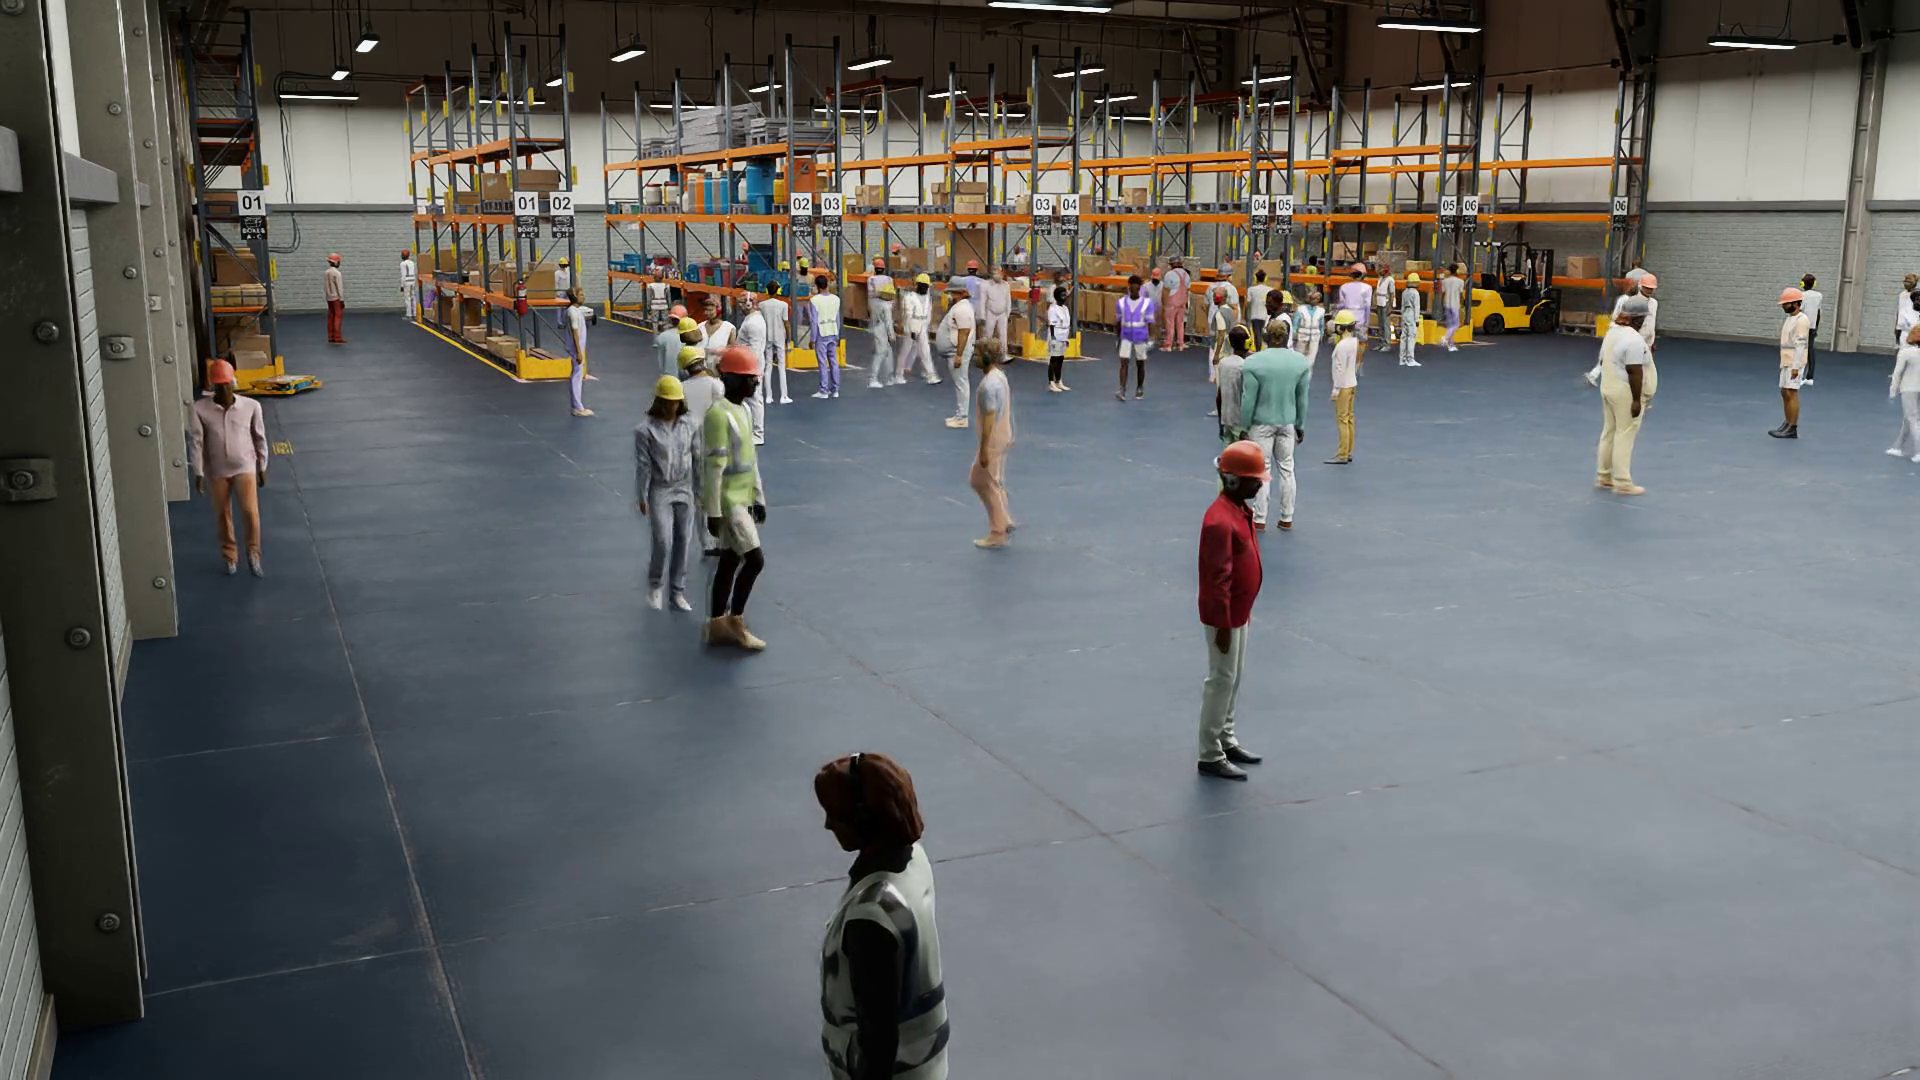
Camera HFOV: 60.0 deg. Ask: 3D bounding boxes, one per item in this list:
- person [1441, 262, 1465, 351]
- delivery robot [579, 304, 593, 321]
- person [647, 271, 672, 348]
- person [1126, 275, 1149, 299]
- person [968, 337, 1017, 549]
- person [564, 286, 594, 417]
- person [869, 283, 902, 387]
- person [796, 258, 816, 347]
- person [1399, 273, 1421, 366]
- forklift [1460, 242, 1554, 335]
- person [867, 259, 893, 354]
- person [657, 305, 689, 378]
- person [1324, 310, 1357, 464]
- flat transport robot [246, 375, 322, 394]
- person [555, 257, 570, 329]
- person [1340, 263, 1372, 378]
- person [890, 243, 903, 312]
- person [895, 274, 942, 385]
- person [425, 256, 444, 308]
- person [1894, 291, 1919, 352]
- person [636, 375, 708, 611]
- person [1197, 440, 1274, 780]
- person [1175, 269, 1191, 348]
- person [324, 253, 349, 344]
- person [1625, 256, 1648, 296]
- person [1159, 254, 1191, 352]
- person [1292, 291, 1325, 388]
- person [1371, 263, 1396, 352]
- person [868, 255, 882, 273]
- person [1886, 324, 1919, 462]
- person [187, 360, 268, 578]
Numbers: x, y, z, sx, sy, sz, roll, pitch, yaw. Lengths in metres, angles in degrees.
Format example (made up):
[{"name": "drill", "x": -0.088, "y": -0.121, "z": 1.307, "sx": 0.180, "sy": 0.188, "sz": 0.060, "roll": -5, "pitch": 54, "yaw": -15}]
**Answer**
[{"name": "person", "x": 10.247, "y": -4.849, "z": 34.642, "sx": 0.611, "sy": 1.858, "sz": 0.530, "roll": -9, "pitch": 14, "yaw": -39}, {"name": "delivery robot", "x": -9.627, "y": -5.790, "z": 42.504, "sx": 0.477, "sy": 0.478, "sz": 0.707, "roll": 1, "pitch": 11, "yaw": 3}, {"name": "person", "x": -6.446, "y": -4.944, "z": 35.682, "sx": 0.522, "sy": 1.640, "sz": 0.306, "roll": -3, "pitch": 12, "yaw": -17}, {"name": "person", "x": 3.654, "y": -4.721, "z": 34.688, "sx": 0.569, "sy": 1.575, "sz": 0.892, "roll": -3, "pitch": 11, "yaw": -13}, {"name": "person", "x": 0.239, "y": -0.821, "z": 14.239, "sx": 0.413, "sy": 1.831, "sz": 0.535, "roll": 2, "pitch": 11, "yaw": 8}, {"name": "person", "x": -5.427, "y": -2.675, "z": 23.625, "sx": 0.345, "sy": 1.847, "sz": 0.508, "roll": -3, "pitch": 12, "yaw": -16}, {"name": "person", "x": -1.210, "y": -3.389, "z": 27.586, "sx": 0.749, "sy": 1.707, "sz": 0.536, "roll": -4, "pitch": 12, "yaw": -19}, {"name": "person", "x": -3.338, "y": -5.080, "z": 35.700, "sx": 0.612, "sy": 1.891, "sz": 0.841, "roll": -5, "pitch": 12, "yaw": -22}, {"name": "person", "x": 8.550, "y": -4.175, "z": 31.505, "sx": 0.295, "sy": 1.744, "sz": 0.484, "roll": -4, "pitch": 12, "yaw": -21}, {"name": "forklift", "x": 13.047, "y": -6.049, "z": 39.881, "sx": 2.313, "sy": 2.155, "sz": 1.214, "roll": -5, "pitch": 12, "yaw": -23}, {"name": "person", "x": -1.639, "y": -4.761, "z": 34.019, "sx": 0.543, "sy": 1.927, "sz": 0.384, "roll": -3, "pitch": 12, "yaw": -15}, {"name": "person", "x": -3.460, "y": -2.027, "z": 20.572, "sx": 0.580, "sy": 1.748, "sz": 0.343, "roll": 5, "pitch": 12, "yaw": 23}, {"name": "person", "x": 4.401, "y": -1.754, "z": 19.148, "sx": 0.309, "sy": 1.769, "sz": 0.523, "roll": 6, "pitch": 13, "yaw": 28}, {"name": "flat transport robot", "x": -10.875, "y": -2.507, "z": 26.784, "sx": 0.652, "sy": 0.197, "sz": 1.431, "roll": 0, "pitch": 11, "yaw": 0}, {"name": "person", "x": -9.894, "y": -6.164, "z": 41.555, "sx": 0.316, "sy": 1.769, "sz": 0.524, "roll": 6, "pitch": 13, "yaw": 29}, {"name": "person", "x": 6.845, "y": -3.785, "z": 28.853, "sx": 0.607, "sy": 2.017, "sz": 0.551, "roll": 8, "pitch": 13, "yaw": 34}, {"name": "person", "x": -1.829, "y": -7.689, "z": 48.707, "sx": 0.617, "sy": 2.012, "sz": 0.729, "roll": 6, "pitch": 12, "yaw": 27}, {"name": "person", "x": -0.725, "y": -3.542, "z": 28.005, "sx": 0.613, "sy": 1.858, "sz": 1.047, "roll": -10, "pitch": 15, "yaw": -41}, {"name": "person", "x": -14.164, "y": -6.794, "z": 44.877, "sx": 0.565, "sy": 1.720, "sz": 0.769, "roll": 7, "pitch": 13, "yaw": 33}, {"name": "person", "x": 15.105, "y": -3.119, "z": 26.367, "sx": 0.552, "sy": 1.659, "sz": 0.606, "roll": 2, "pitch": 11, "yaw": 8}, {"name": "person", "x": -2.069, "y": -0.325, "z": 11.993, "sx": 0.490, "sy": 1.727, "sz": 0.379, "roll": -7, "pitch": 13, "yaw": -32}, {"name": "person", "x": 1.405, "y": 0.351, "z": 8.513, "sx": 0.355, "sy": 1.742, "sz": 0.574, "roll": 4, "pitch": 12, "yaw": 20}, {"name": "person", "x": 4.755, "y": -4.934, "z": 35.512, "sx": 0.321, "sy": 1.686, "sz": 0.539, "roll": -2, "pitch": 11, "yaw": -10}, {"name": "person", "x": -13.747, "y": -5.307, "z": 36.647, "sx": 0.620, "sy": 1.988, "sz": 0.401, "roll": 10, "pitch": 15, "yaw": 41}, {"name": "person", "x": 14.612, "y": -5.159, "z": 36.008, "sx": 0.632, "sy": 1.938, "sz": 0.359, "roll": -6, "pitch": 13, "yaw": -27}, {"name": "person", "x": 4.457, "y": -4.955, "z": 34.715, "sx": 0.686, "sy": 2.000, "sz": 0.535, "roll": -9, "pitch": 14, "yaw": -38}, {"name": "person", "x": 5.768, "y": -3.342, "z": 27.620, "sx": 0.530, "sy": 1.605, "sz": 0.653, "roll": 0, "pitch": 11, "yaw": 0}, {"name": "person", "x": 8.839, "y": -4.830, "z": 34.581, "sx": 0.373, "sy": 1.840, "sz": 0.571, "roll": -2, "pitch": 11, "yaw": -12}, {"name": "person", "x": -2.398, "y": -7.202, "z": 46.992, "sx": 0.596, "sy": 1.700, "sz": 0.880, "roll": -6, "pitch": 13, "yaw": -28}, {"name": "person", "x": 11.163, "y": -1.727, "z": 19.445, "sx": 0.510, "sy": 1.593, "sz": 0.832, "roll": -1, "pitch": 11, "yaw": -6}, {"name": "person", "x": -5.765, "y": -0.553, "z": 13.137, "sx": 0.571, "sy": 1.729, "sz": 0.667, "roll": -5, "pitch": 12, "yaw": -24}]
